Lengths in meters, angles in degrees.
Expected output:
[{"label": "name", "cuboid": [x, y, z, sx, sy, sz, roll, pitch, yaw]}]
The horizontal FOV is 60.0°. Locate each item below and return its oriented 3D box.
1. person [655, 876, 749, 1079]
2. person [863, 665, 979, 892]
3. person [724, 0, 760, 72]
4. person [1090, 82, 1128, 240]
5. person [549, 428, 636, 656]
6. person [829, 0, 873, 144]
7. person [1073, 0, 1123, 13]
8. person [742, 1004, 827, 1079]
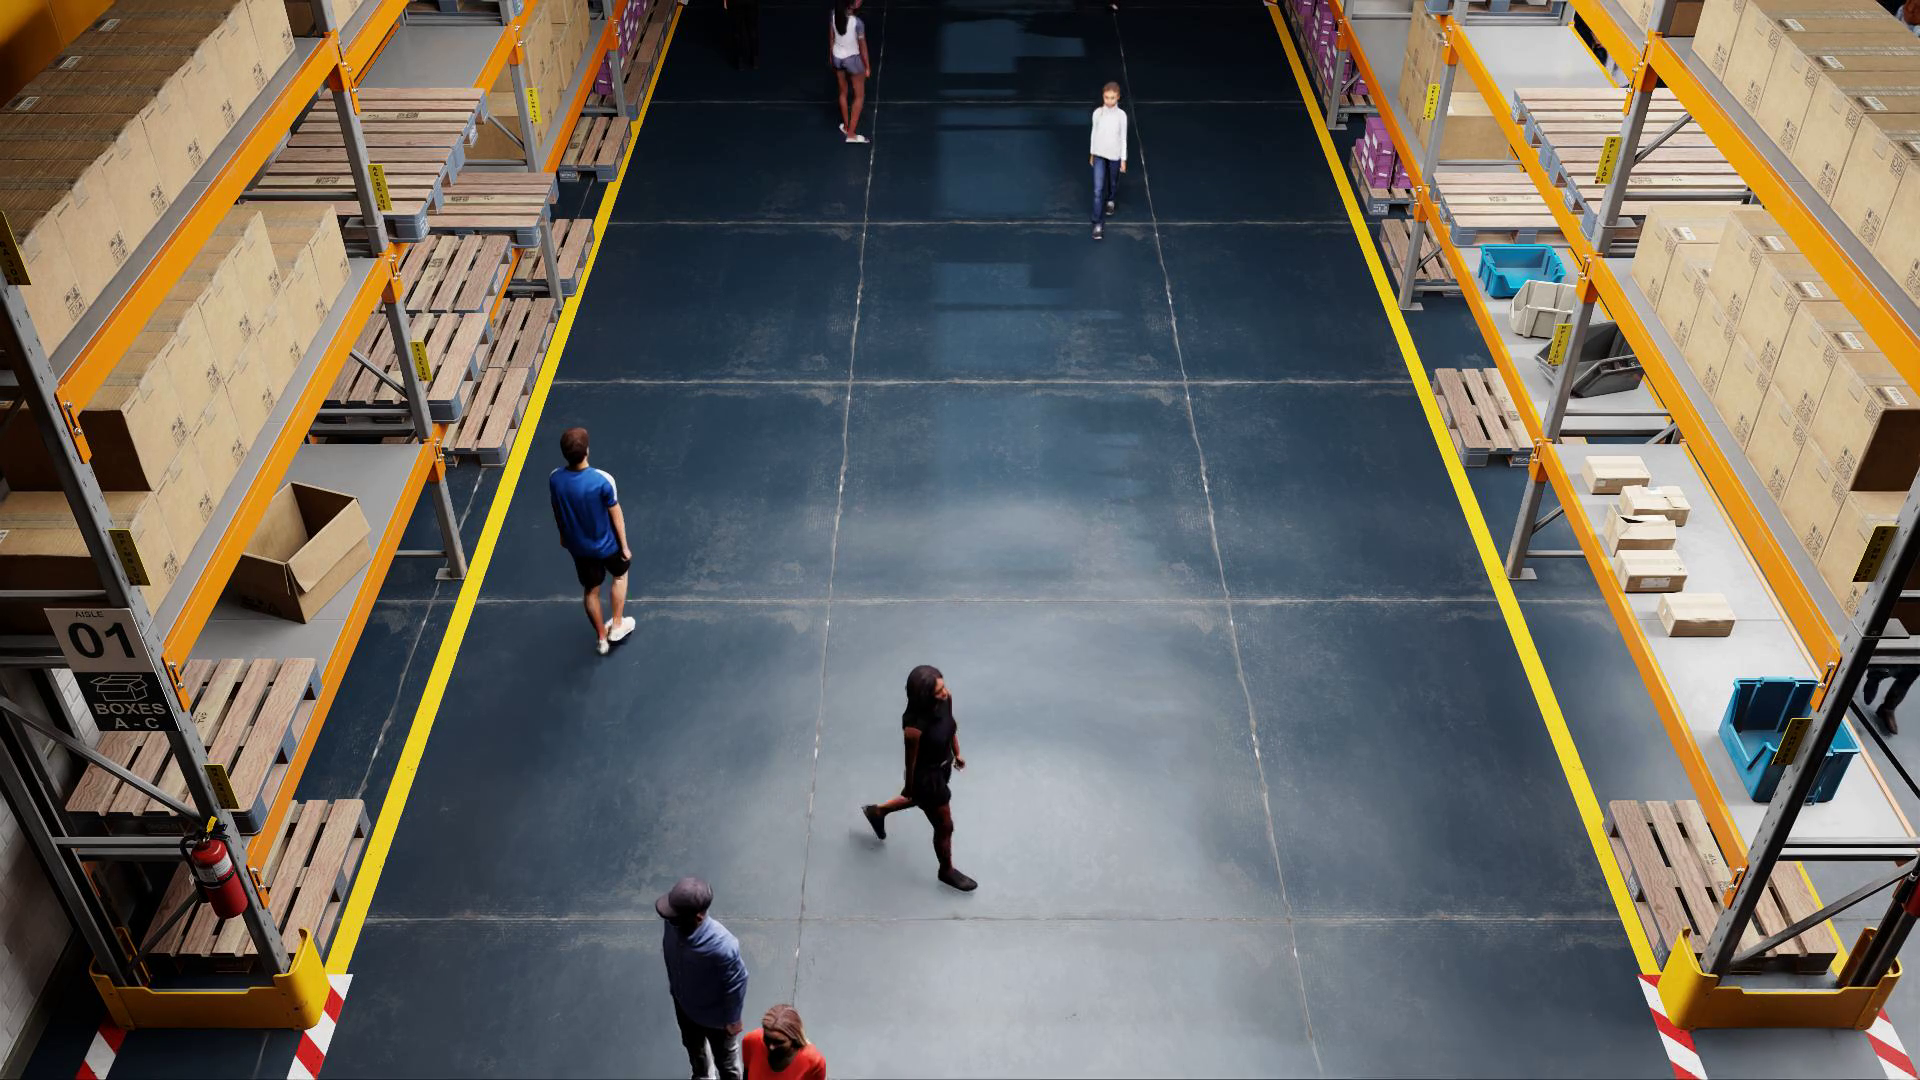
[{"label": "person", "cuboid": [-1.325, 2.373, 8.637, 0.745, 1.885, 0.786, 27, 46, 30]}, {"label": "person", "cuboid": [-0.261, 1.385, 10.013, 0.913, 1.713, 1.080, 15, 41, 18]}, {"label": "person", "cuboid": [-2.609, -6.463, 19.860, 0.621, 1.688, 0.620, -9, 39, -11]}, {"label": "person", "cuboid": [1.509, -3.898, 16.784, 0.618, 1.518, 1.088, 5, 39, 6]}, {"label": "person", "cuboid": [-2.571, 0.065, 11.551, 0.687, 1.857, 0.636, 3, 39, 4]}, {"label": "person", "cuboid": [-1.253, -5.266, 18.342, 0.886, 1.712, 0.907, 11, 40, 13]}, {"label": "person", "cuboid": [1.778, -7.487, 21.102, 1.035, 1.740, 1.041, -24, 45, -27]}, {"label": "person", "cuboid": [-0.823, 2.778, 8.309, 0.896, 1.663, 1.189, 15, 41, 18]}]
